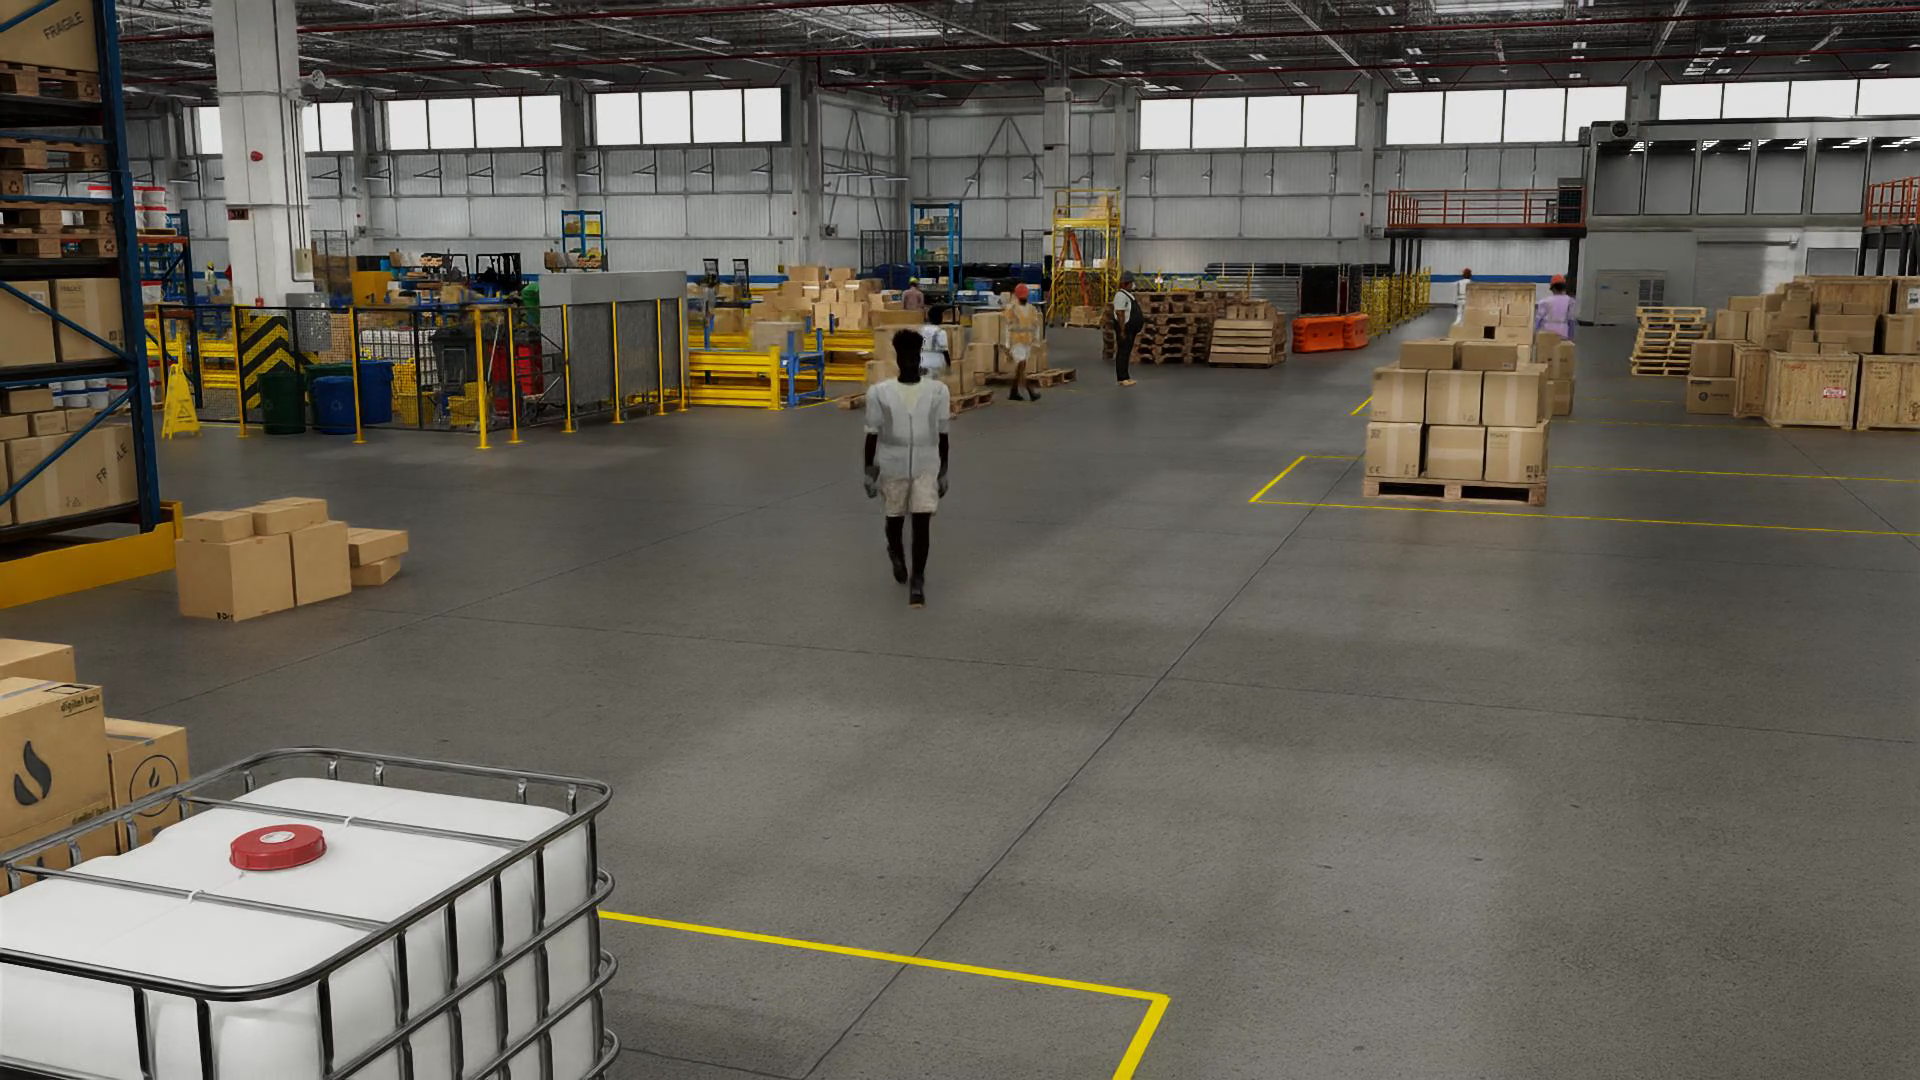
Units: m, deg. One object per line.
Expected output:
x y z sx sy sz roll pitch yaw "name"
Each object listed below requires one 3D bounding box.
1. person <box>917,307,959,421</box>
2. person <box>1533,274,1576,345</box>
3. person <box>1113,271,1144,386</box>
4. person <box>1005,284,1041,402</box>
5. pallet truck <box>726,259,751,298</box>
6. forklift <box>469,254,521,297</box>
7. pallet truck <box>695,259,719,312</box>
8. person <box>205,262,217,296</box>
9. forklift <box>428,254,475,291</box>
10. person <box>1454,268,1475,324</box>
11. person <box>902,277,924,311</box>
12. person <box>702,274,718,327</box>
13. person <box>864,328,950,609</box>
-0.364 -2.428 23.220 0.891 1.643 0.545 -8 13 -37 "person"
9.936 -3.448 27.959 0.637 1.994 0.995 -1 10 -3 "person"
3.004 -3.764 29.633 0.539 2.000 0.688 3 10 16 "person"
1.062 -3.128 26.524 0.576 1.865 0.964 -7 12 -33 "person"
-7.986 -9.493 62.019 0.823 1.965 1.885 3 11 17 "pallet truck"
-17.990 -10.121 64.684 1.157 1.987 2.680 3 11 17 "forklift"
-9.165 -9.627 62.776 0.823 1.965 1.885 4 11 23 "pallet truck"
-29.390 -9.985 65.297 0.586 1.824 0.404 8 13 39 "person"
-20.133 -10.254 65.465 1.157 1.987 2.680 3 11 19 "forklift"
13.792 -6.493 45.506 0.585 1.865 0.764 6 12 31 "person"
-1.138 -5.389 39.607 0.555 1.742 0.512 -2 10 -12 "person"
-5.707 -5.113 37.754 0.451 1.853 0.528 2 10 10 "person"
-0.372 -0.531 11.735 0.604 1.938 0.838 -1 10 -4 "person"
